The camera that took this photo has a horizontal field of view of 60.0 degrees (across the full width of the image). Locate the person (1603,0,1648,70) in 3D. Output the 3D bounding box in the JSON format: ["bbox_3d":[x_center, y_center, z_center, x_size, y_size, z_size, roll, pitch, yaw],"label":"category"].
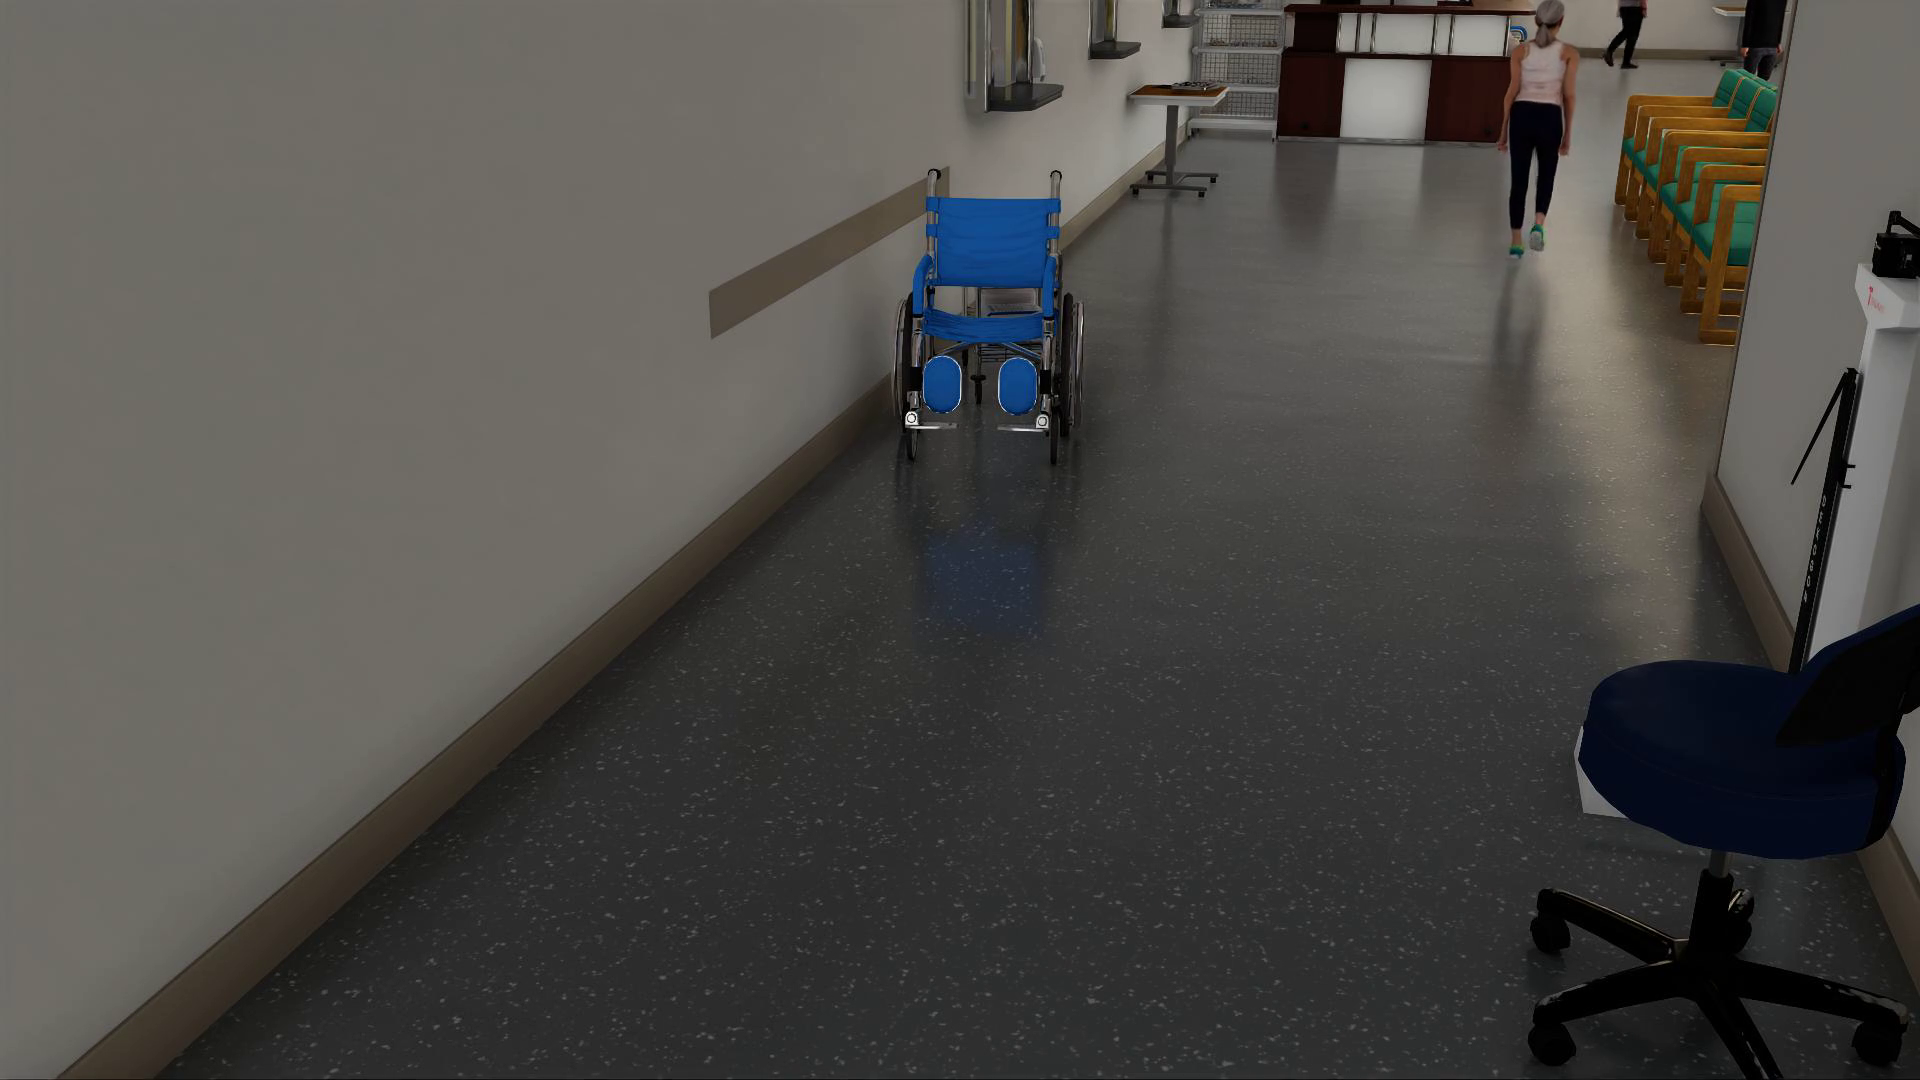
[{"bbox_3d":[9.844,-7.839,24.535,0.885,1.739,0.807,-6,22,-16],"label":"person"}]

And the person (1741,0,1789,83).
[{"bbox_3d":[8.921,-5.538,18.485,0.649,1.722,0.786,-5,21,-13],"label":"person"}]

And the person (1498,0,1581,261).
[{"bbox_3d":[3.812,-2.698,11.033,0.632,1.689,0.700,7,22,18],"label":"person"}]
